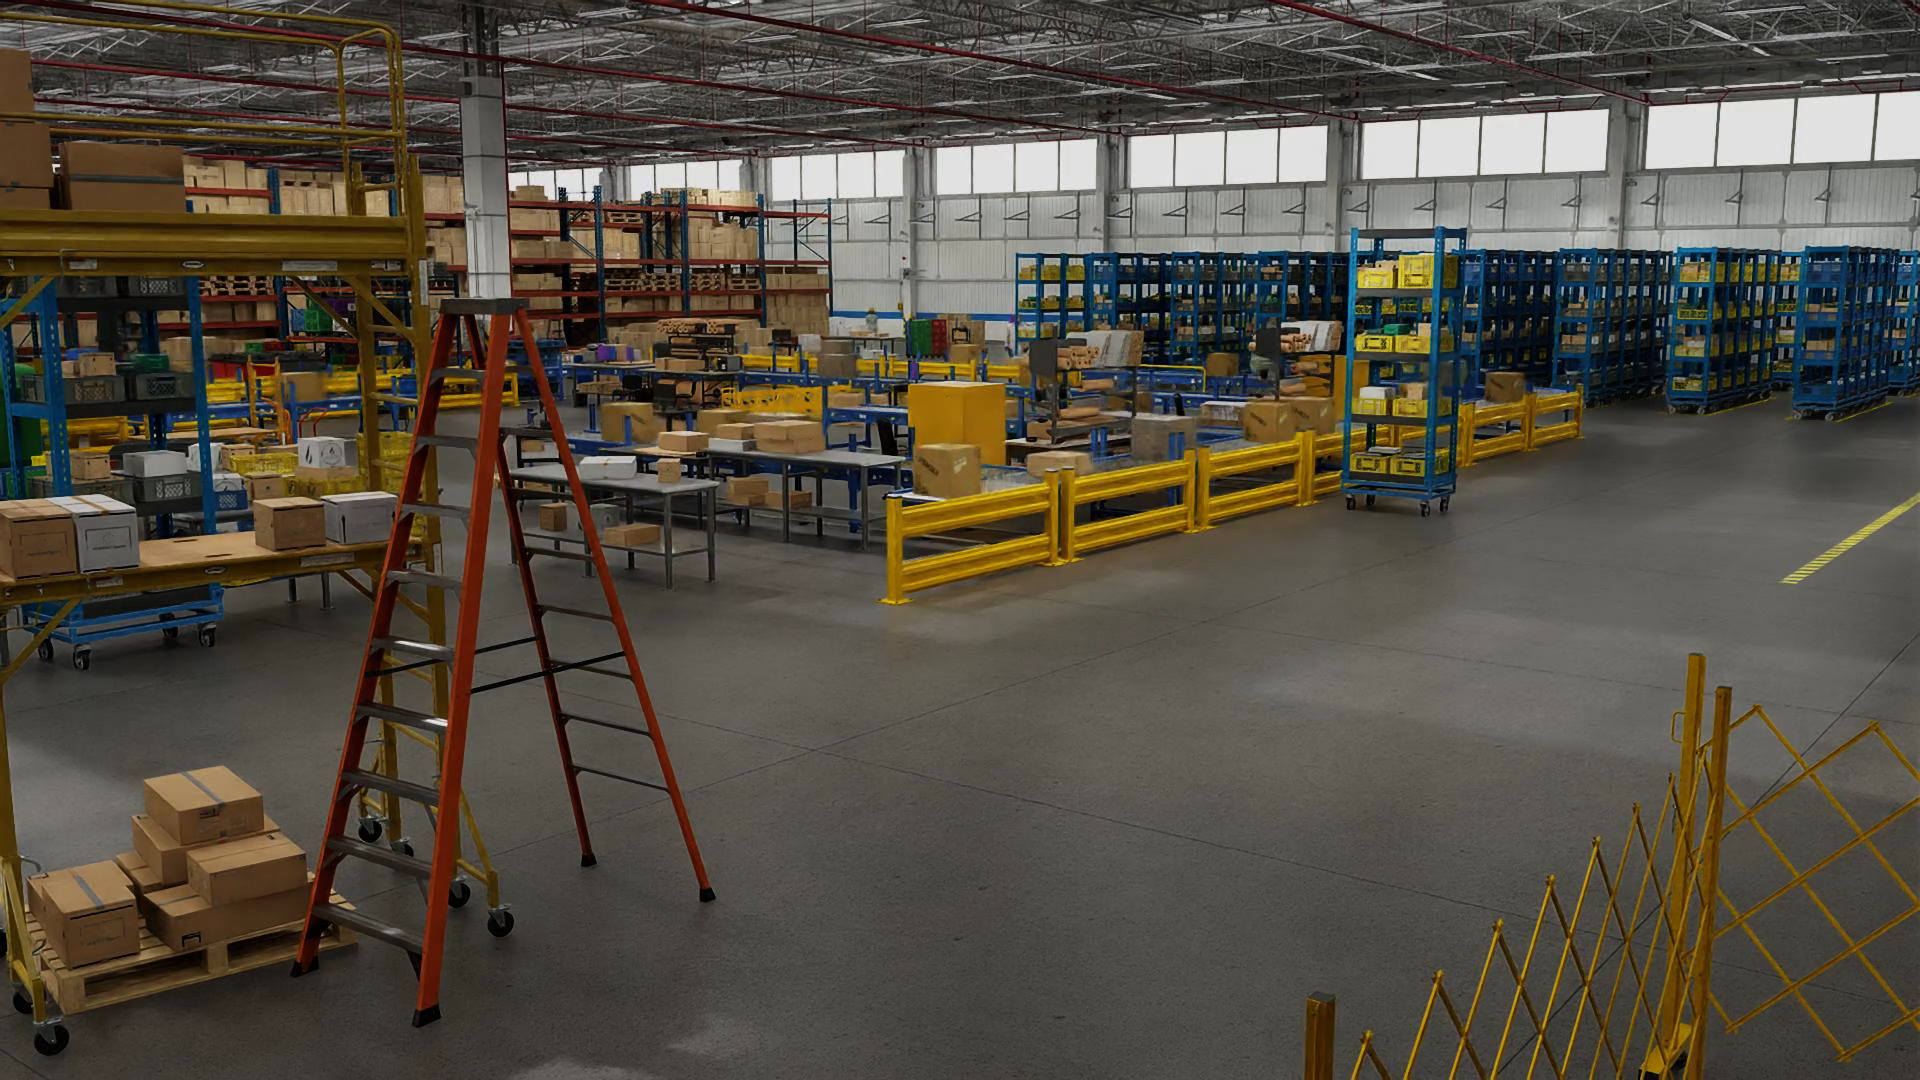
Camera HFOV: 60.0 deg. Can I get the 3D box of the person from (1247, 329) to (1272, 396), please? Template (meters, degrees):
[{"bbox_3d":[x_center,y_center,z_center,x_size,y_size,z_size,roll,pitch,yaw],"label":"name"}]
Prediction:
[{"bbox_3d":[6.716,-3.861,37.582,0.957,1.777,0.601,7,11,37],"label":"person"}]

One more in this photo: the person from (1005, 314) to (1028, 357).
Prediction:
[{"bbox_3d":[1.660,-5.683,48.707,0.645,1.862,0.985,3,10,17],"label":"person"}]

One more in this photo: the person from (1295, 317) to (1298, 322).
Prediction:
[{"bbox_3d":[10.302,-6.039,50.560,0.434,1.977,0.611,7,11,35],"label":"person"}]

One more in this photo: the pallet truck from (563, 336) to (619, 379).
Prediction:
[{"bbox_3d":[-10.690,-5.294,48.215,1.601,1.201,0.680,-5,10,-26],"label":"pallet truck"}]

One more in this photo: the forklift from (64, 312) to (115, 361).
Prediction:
[{"bbox_3d":[-22.147,-5.307,43.154,1.873,2.768,1.129,-2,9,-14],"label":"forklift"}]

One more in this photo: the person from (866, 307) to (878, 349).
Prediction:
[{"bbox_3d":[-3.494,-8.407,66.112,0.490,1.724,0.673,-3,10,-18],"label":"person"}]

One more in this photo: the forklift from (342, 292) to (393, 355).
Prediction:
[{"bbox_3d":[-16.485,-5.622,45.120,1.129,2.768,1.873,7,11,37],"label":"forklift"}]

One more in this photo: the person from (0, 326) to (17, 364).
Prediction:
[{"bbox_3d":[-24.689,-4.805,42.976,0.485,1.929,0.648,4,10,21],"label":"person"}]

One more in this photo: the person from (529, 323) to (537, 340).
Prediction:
[{"bbox_3d":[-12.608,-5.635,49.218,0.517,1.594,0.585,8,12,41],"label":"person"}]

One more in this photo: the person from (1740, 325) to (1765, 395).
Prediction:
[{"bbox_3d":[19.601,-4.501,41.570,1.013,1.771,0.581,1,9,8],"label":"person"}]

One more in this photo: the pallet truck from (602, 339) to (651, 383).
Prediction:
[{"bbox_3d":[-8.991,-4.871,45.351,0.653,1.274,1.630,7,11,37],"label":"pallet truck"}]
